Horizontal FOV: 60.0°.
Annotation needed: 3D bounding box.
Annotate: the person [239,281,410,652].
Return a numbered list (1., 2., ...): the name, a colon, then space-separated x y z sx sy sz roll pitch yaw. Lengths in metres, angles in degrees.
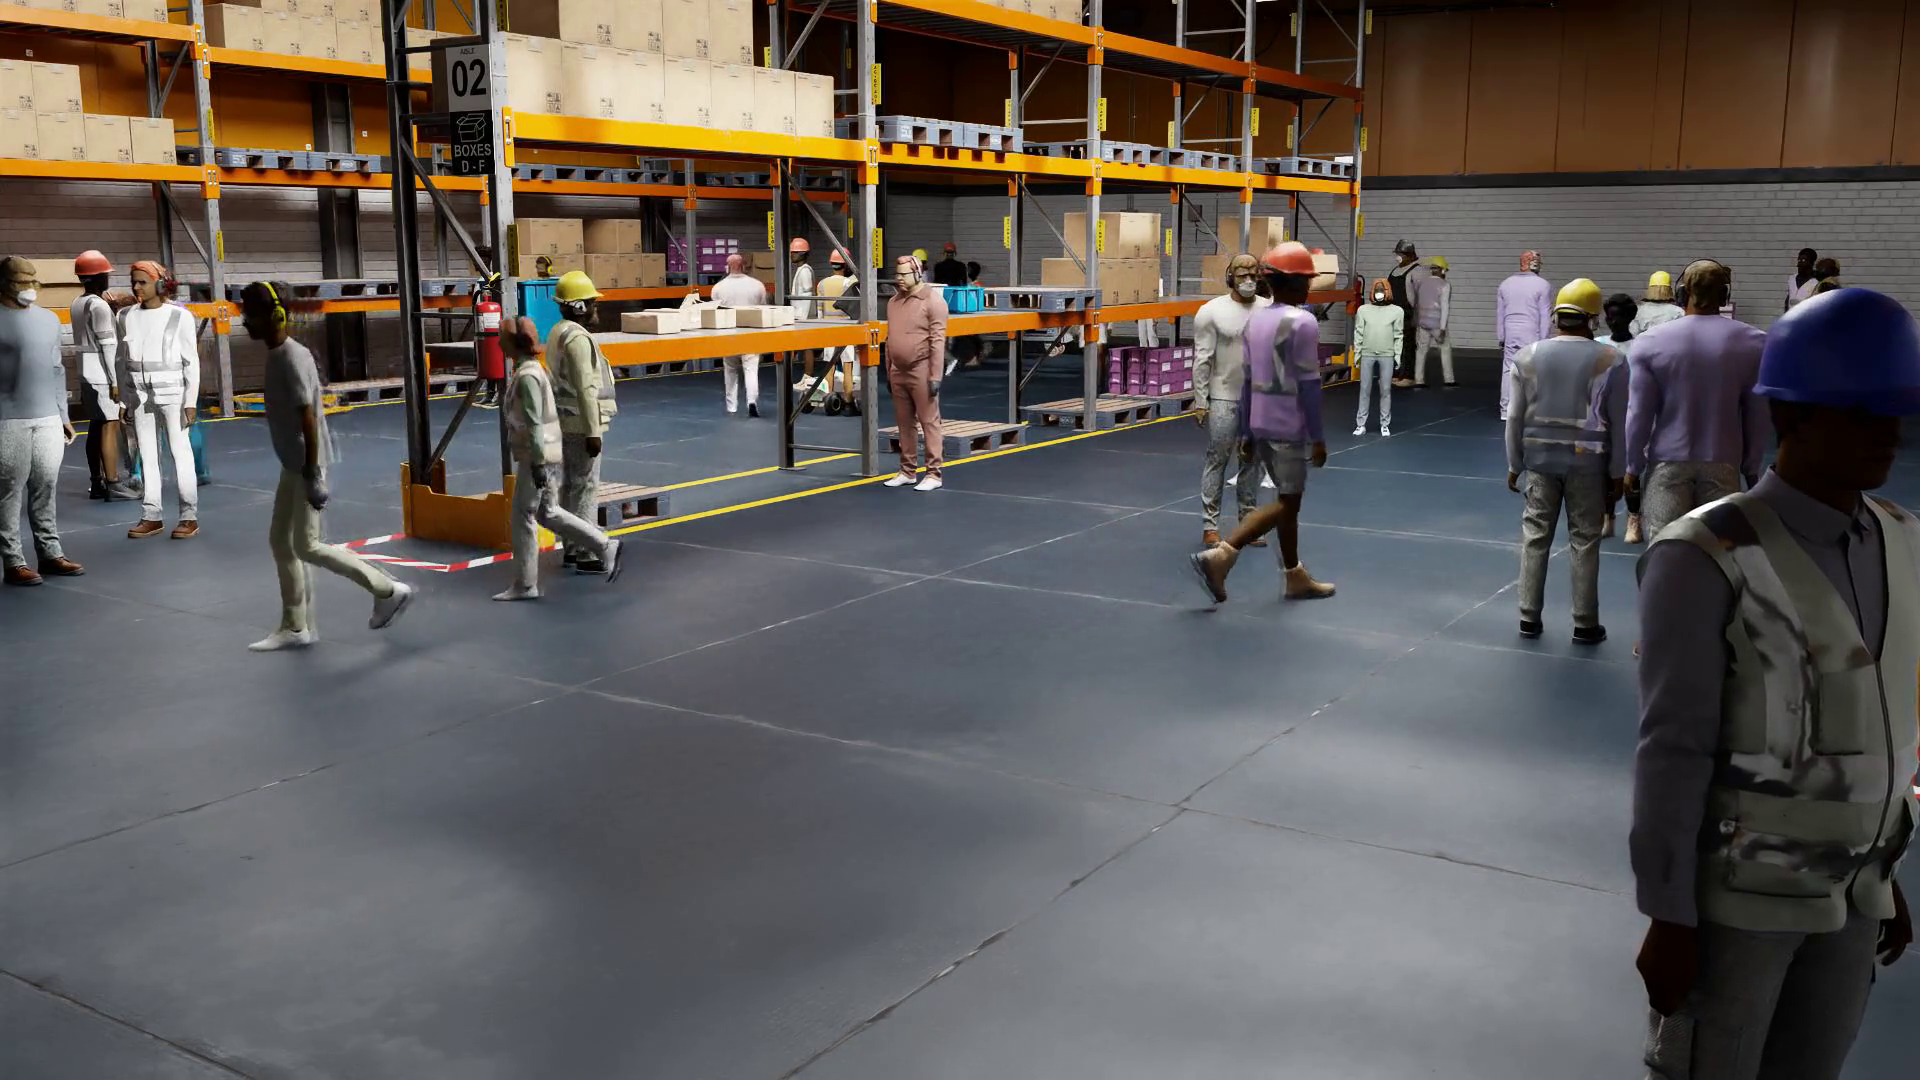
1. person: -3.184 -0.365 8.238 0.684 1.837 0.575 -7 12 -34

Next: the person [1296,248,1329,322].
1. person: 5.316 -3.443 25.110 0.794 1.889 0.604 5 11 27

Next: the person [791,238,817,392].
1. person: -2.117 -3.008 22.288 0.386 2.045 0.605 -2 10 -9

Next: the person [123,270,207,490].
1. person: -6.434 -1.272 13.320 0.583 1.804 0.878 3 11 17

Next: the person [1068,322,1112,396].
1. person: 1.691 -2.811 21.559 0.557 1.916 0.705 2 10 11

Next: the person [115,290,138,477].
1. person: -6.855 -1.263 13.785 0.508 1.611 0.656 -5 12 -27

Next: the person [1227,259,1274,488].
1. person: 2.465 -1.358 13.642 0.538 1.866 0.312 8 13 36

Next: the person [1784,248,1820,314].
1. person: 10.648 -2.712 20.993 0.391 1.920 0.587 -4 11 -20

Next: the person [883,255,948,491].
1. person: -0.391 -1.350 13.513 0.638 1.900 0.403 9 14 42

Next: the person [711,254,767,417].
1. person: -2.534 -2.362 19.213 0.647 1.869 0.942 -2 10 -9

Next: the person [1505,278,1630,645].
1. person: 3.060 -0.392 8.379 0.600 1.830 0.403 7 12 32

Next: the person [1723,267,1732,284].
1. person: 11.393 -3.288 25.007 0.290 1.624 0.506 3 11 19

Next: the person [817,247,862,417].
1. person: -1.364 -2.380 19.105 0.549 1.937 0.358 5 11 26

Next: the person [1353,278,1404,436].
1. person: 4.323 -1.887 17.214 0.499 1.634 0.279 4 11 20

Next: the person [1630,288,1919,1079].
1. person: 1.363 0.564 2.762 0.617 1.946 0.396 -5 11 -27

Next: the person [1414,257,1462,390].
1. person: 6.465 -2.913 22.470 0.772 1.787 0.589 -7 12 -33

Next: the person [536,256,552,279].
1. person: -5.409 -2.865 22.179 1.003 1.818 0.571 -10 14 -44

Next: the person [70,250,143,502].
1. person: -6.647 -1.264 12.908 0.544 1.943 0.347 9 13 40

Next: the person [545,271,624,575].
1. person: -2.293 -0.707 10.112 0.403 1.837 0.590 -5 12 -28

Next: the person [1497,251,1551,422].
1. person: 6.272 -2.245 18.455 0.399 1.905 0.642 -8 13 -38

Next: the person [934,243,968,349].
1. person: -0.150 -4.594 31.299 0.621 1.958 0.895 2 10 10

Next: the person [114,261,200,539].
1. person: -5.454 -0.944 11.304 0.574 1.883 0.356 1 10 5

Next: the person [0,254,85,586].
1. person: -5.530 -0.709 9.851 0.373 1.938 0.630 3 11 19

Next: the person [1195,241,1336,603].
1. person: 1.714 -0.625 9.171 0.858 2.025 0.615 -3 11 -17

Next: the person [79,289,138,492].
1. person: -6.814 -1.194 13.361 0.525 1.639 0.307 1 10 5

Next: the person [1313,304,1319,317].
1. person: 5.975 -3.971 28.751 0.522 1.636 0.310 10 14 43

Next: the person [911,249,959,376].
1. person: -0.491 -3.368 24.703 0.878 1.901 0.586 -2 10 -9

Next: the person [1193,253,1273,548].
1. person: 1.836 -0.910 10.956 0.635 1.937 0.352 -2 10 -13

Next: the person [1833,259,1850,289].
1. person: 12.383 -3.118 23.735 0.546 1.742 0.716 7 12 32

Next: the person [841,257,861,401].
1. person: -1.413 -2.657 20.944 0.429 1.837 0.630 -4 11 -21

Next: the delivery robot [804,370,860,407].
1. delivery robot: -1.493 -1.800 19.461 0.477 0.478 0.707 7 12 35

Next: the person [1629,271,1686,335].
1. person: 6.374 -1.586 15.250 0.485 1.741 0.302 5 11 24

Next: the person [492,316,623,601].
1. person: -2.296 -0.461 9.387 0.677 1.614 0.532 -2 11 -13

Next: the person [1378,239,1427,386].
1. person: 6.123 -3.156 23.120 0.536 2.000 0.677 -4 11 -22

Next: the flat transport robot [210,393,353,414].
1. flat transport robot: -7.865 -1.579 19.287 1.431 0.197 0.652 2 11 13

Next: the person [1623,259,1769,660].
1. person: 3.453 -0.346 7.844 0.627 1.935 0.371 3 11 16

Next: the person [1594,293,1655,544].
1. person: 4.411 -0.810 11.143 0.546 1.673 0.400 9 14 41

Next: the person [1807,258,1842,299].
1. person: 10.550 -2.543 20.447 0.495 1.809 0.669 4 11 23

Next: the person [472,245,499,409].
1. person: -5.703 -2.571 20.084 0.367 1.966 0.606 -7 13 -35

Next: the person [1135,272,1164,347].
1. person: 2.764 -3.336 24.551 0.356 1.885 0.572 -5 12 -28

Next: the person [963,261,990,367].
1. person: 0.246 -3.615 26.619 0.393 1.685 0.550 -3 11 -19
